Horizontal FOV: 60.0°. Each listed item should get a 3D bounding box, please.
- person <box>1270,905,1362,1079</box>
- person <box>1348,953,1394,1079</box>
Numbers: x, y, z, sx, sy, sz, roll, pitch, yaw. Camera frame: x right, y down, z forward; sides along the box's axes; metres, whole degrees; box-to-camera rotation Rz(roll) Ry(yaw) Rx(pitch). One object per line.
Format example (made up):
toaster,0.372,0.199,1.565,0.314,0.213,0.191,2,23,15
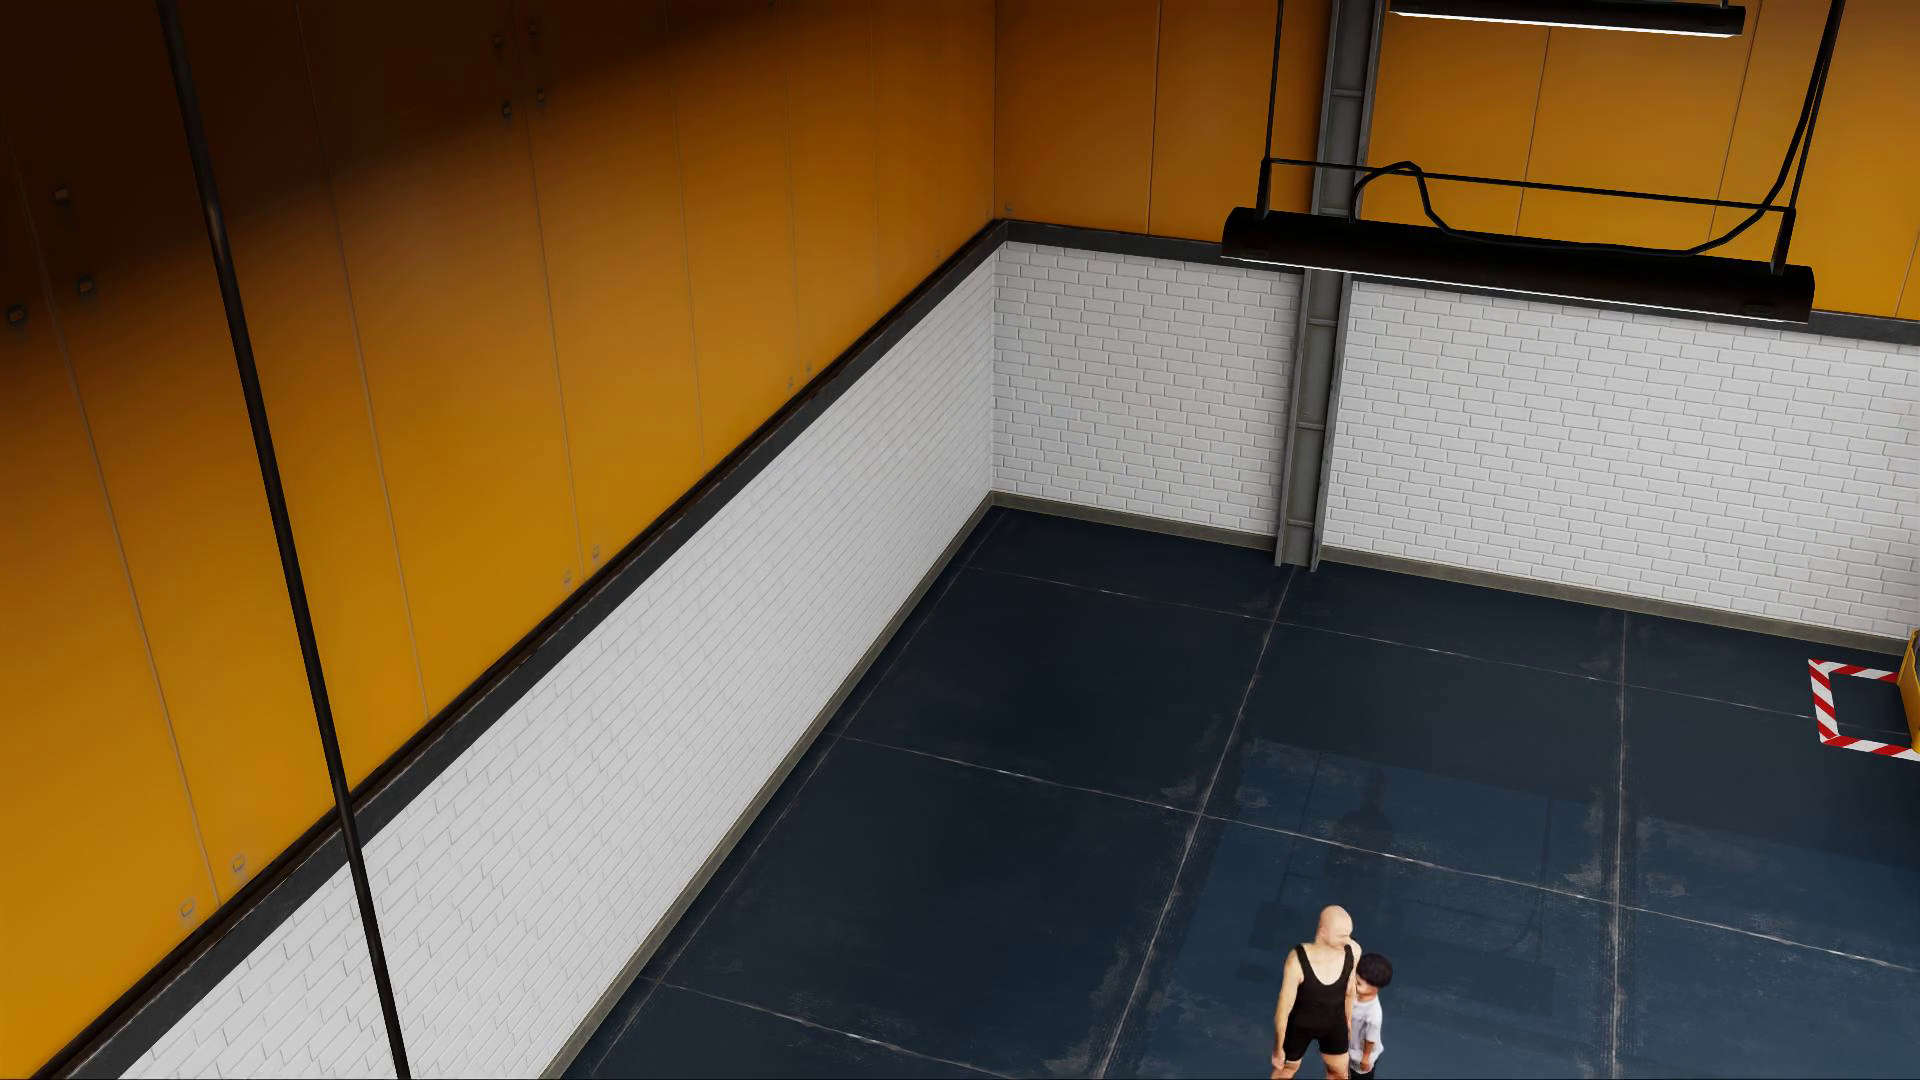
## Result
person,1.996,2.763,9.553,0.889,1.806,0.959,-6,29,-10
person,2.376,2.939,9.803,0.588,1.257,0.564,-1,29,-2
